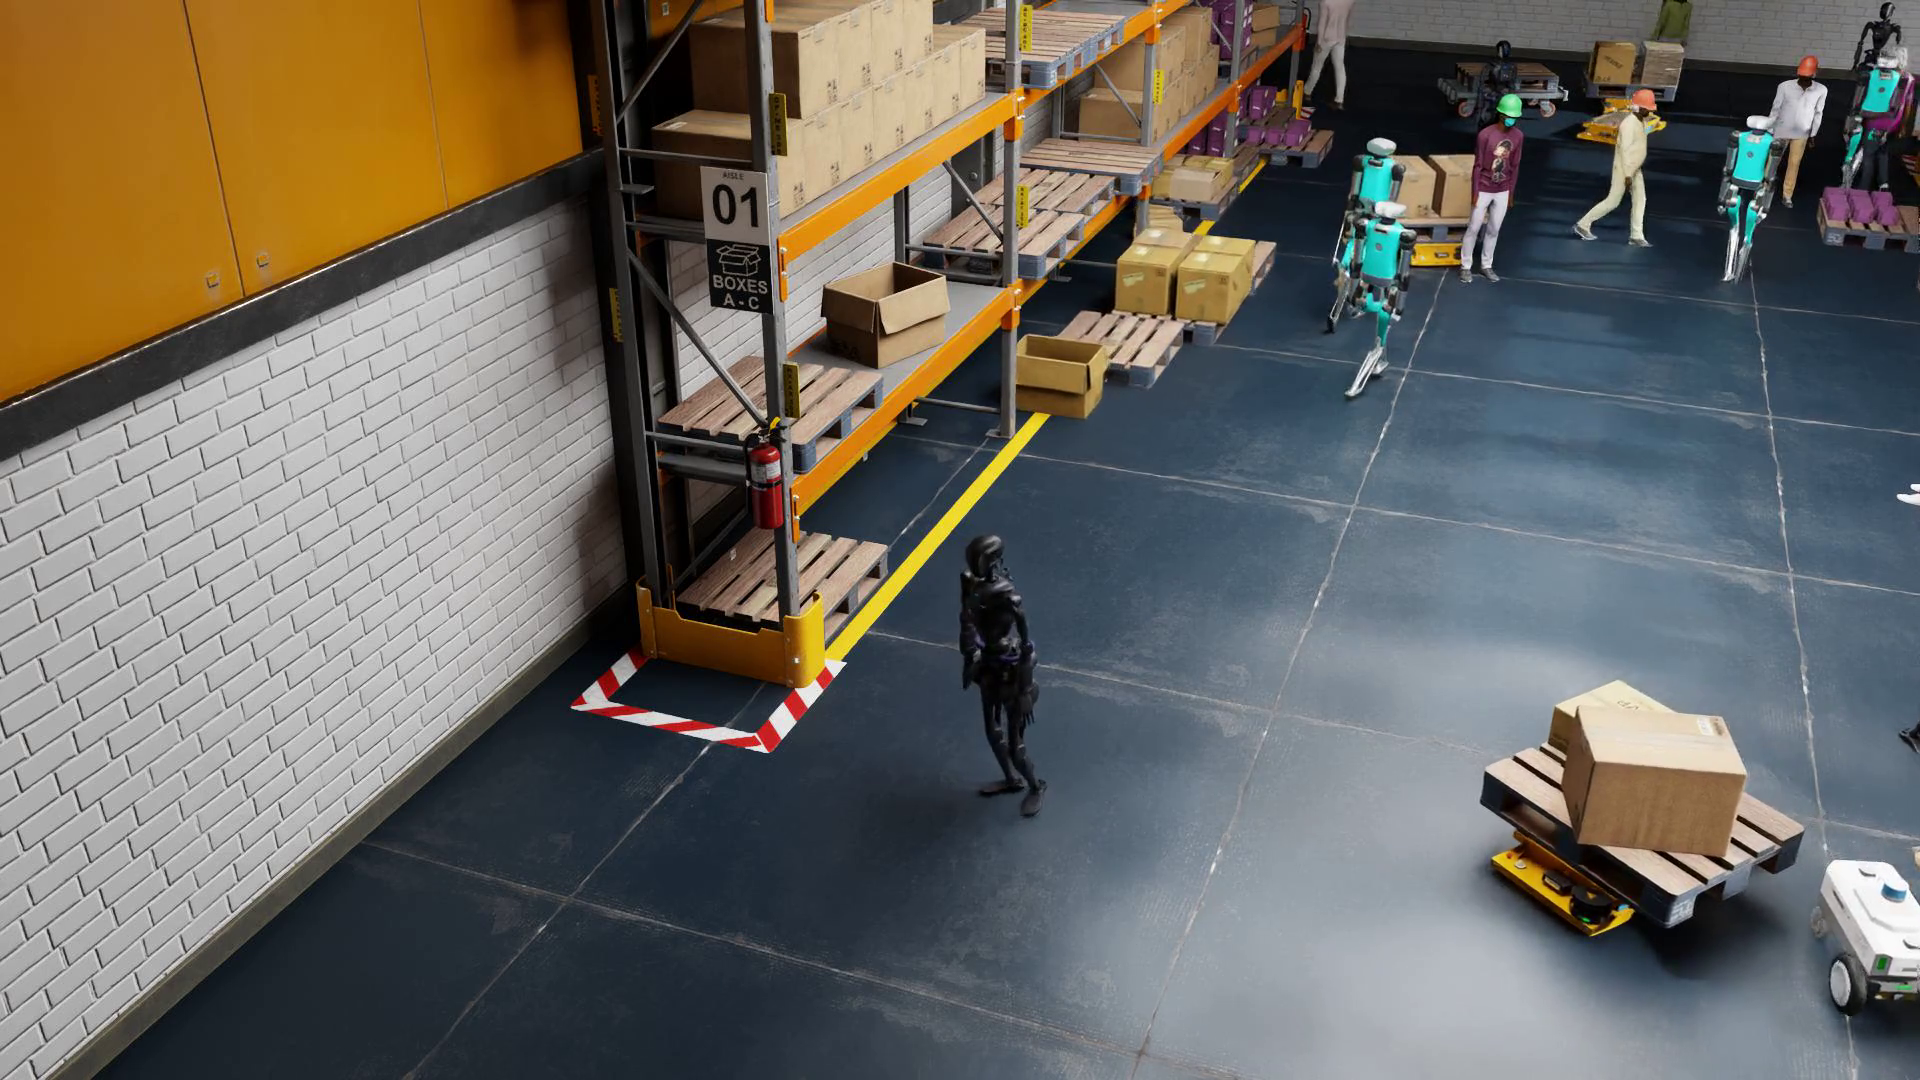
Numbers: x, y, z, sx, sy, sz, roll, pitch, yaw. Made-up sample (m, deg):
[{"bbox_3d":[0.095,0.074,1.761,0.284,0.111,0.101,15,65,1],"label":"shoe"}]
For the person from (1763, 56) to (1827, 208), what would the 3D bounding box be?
[{"bbox_3d":[9.690,-4.750,19.352,0.561,1.742,0.335,9,29,17],"label":"person"}]

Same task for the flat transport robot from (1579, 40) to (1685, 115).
[{"bbox_3d":[9.668,-6.423,24.210,0.659,0.231,1.431,6,28,12],"label":"flat transport robot"}]

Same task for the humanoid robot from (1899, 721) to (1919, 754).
[{"bbox_3d":[5.683,0.552,9.161,0.593,1.637,0.627,-8,28,-15],"label":"humanoid robot"}]

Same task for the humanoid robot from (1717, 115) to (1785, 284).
[{"bbox_3d":[7.987,-3.372,16.823,0.539,1.900,0.718,24,36,38],"label":"humanoid robot"}]

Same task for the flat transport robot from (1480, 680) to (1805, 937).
[{"bbox_3d":[3.528,1.589,8.669,1.431,0.231,0.659,-15,31,-27],"label":"flat transport robot"}]

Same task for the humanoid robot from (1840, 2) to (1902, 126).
[{"bbox_3d":[12.580,-6.532,22.882,0.385,1.657,0.589,-22,35,-36],"label":"humanoid robot"}]

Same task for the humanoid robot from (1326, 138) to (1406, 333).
[{"bbox_3d":[3.681,-2.832,15.658,0.549,1.764,0.949,23,35,37],"label":"humanoid robot"}]

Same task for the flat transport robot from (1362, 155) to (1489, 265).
[{"bbox_3d":[5.064,-3.280,18.113,0.659,0.231,1.431,-1,27,-1],"label":"flat transport robot"}]

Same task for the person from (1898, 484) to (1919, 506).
[{"bbox_3d":[7.316,-1.030,12.265,0.497,1.627,0.288,-21,34,-35],"label":"person"}]

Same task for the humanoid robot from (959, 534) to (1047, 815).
[{"bbox_3d":[0.233,0.699,8.856,0.390,1.638,0.584,-22,35,-36],"label":"humanoid robot"}]

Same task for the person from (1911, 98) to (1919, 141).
[{"bbox_3d":[13.115,-6.269,22.201,0.430,1.838,0.619,7,28,14],"label":"person"}]

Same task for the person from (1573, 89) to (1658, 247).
[{"bbox_3d":[7.190,-4.034,18.015,0.791,1.713,0.566,22,34,35],"label":"person"}]

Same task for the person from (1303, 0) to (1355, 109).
[{"bbox_3d":[5.334,-7.252,24.048,0.656,1.879,1.017,-12,29,-21],"label":"person"}]

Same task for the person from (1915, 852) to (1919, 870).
[{"bbox_3d":[4.989,1.104,7.759,0.676,1.965,0.583,-23,35,-37],"label":"person"}]

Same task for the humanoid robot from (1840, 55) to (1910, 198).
[{"bbox_3d":[10.663,-4.855,19.586,0.550,1.762,0.857,8,28,15],"label":"humanoid robot"}]

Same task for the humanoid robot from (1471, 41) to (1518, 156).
[{"bbox_3d":[6.606,-5.305,20.506,0.589,1.643,0.571,-10,29,-18],"label":"humanoid robot"}]

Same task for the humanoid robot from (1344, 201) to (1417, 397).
[{"bbox_3d":[3.650,-2.091,14.248,0.558,1.750,1.041,18,32,31],"label":"humanoid robot"}]

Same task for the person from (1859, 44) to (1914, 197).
[{"bbox_3d":[10.808,-4.867,19.498,0.549,1.824,0.448,0,27,1],"label":"person"}]

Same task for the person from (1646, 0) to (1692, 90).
[{"bbox_3d":[10.511,-7.464,24.769,0.707,1.601,0.294,-5,28,-9],"label":"person"}]

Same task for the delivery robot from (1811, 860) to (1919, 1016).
[{"bbox_3d":[4.338,1.870,7.819,0.499,0.601,0.783,2,27,4],"label":"delivery robot"}]

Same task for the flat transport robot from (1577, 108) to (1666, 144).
[{"bbox_3d":[9.027,-5.626,22.662,0.659,0.231,1.431,22,35,36],"label":"flat transport robot"}]

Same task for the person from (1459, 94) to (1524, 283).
[{"bbox_3d":[5.400,-3.551,16.831,0.489,1.934,0.450,-3,27,-6],"label":"person"}]
